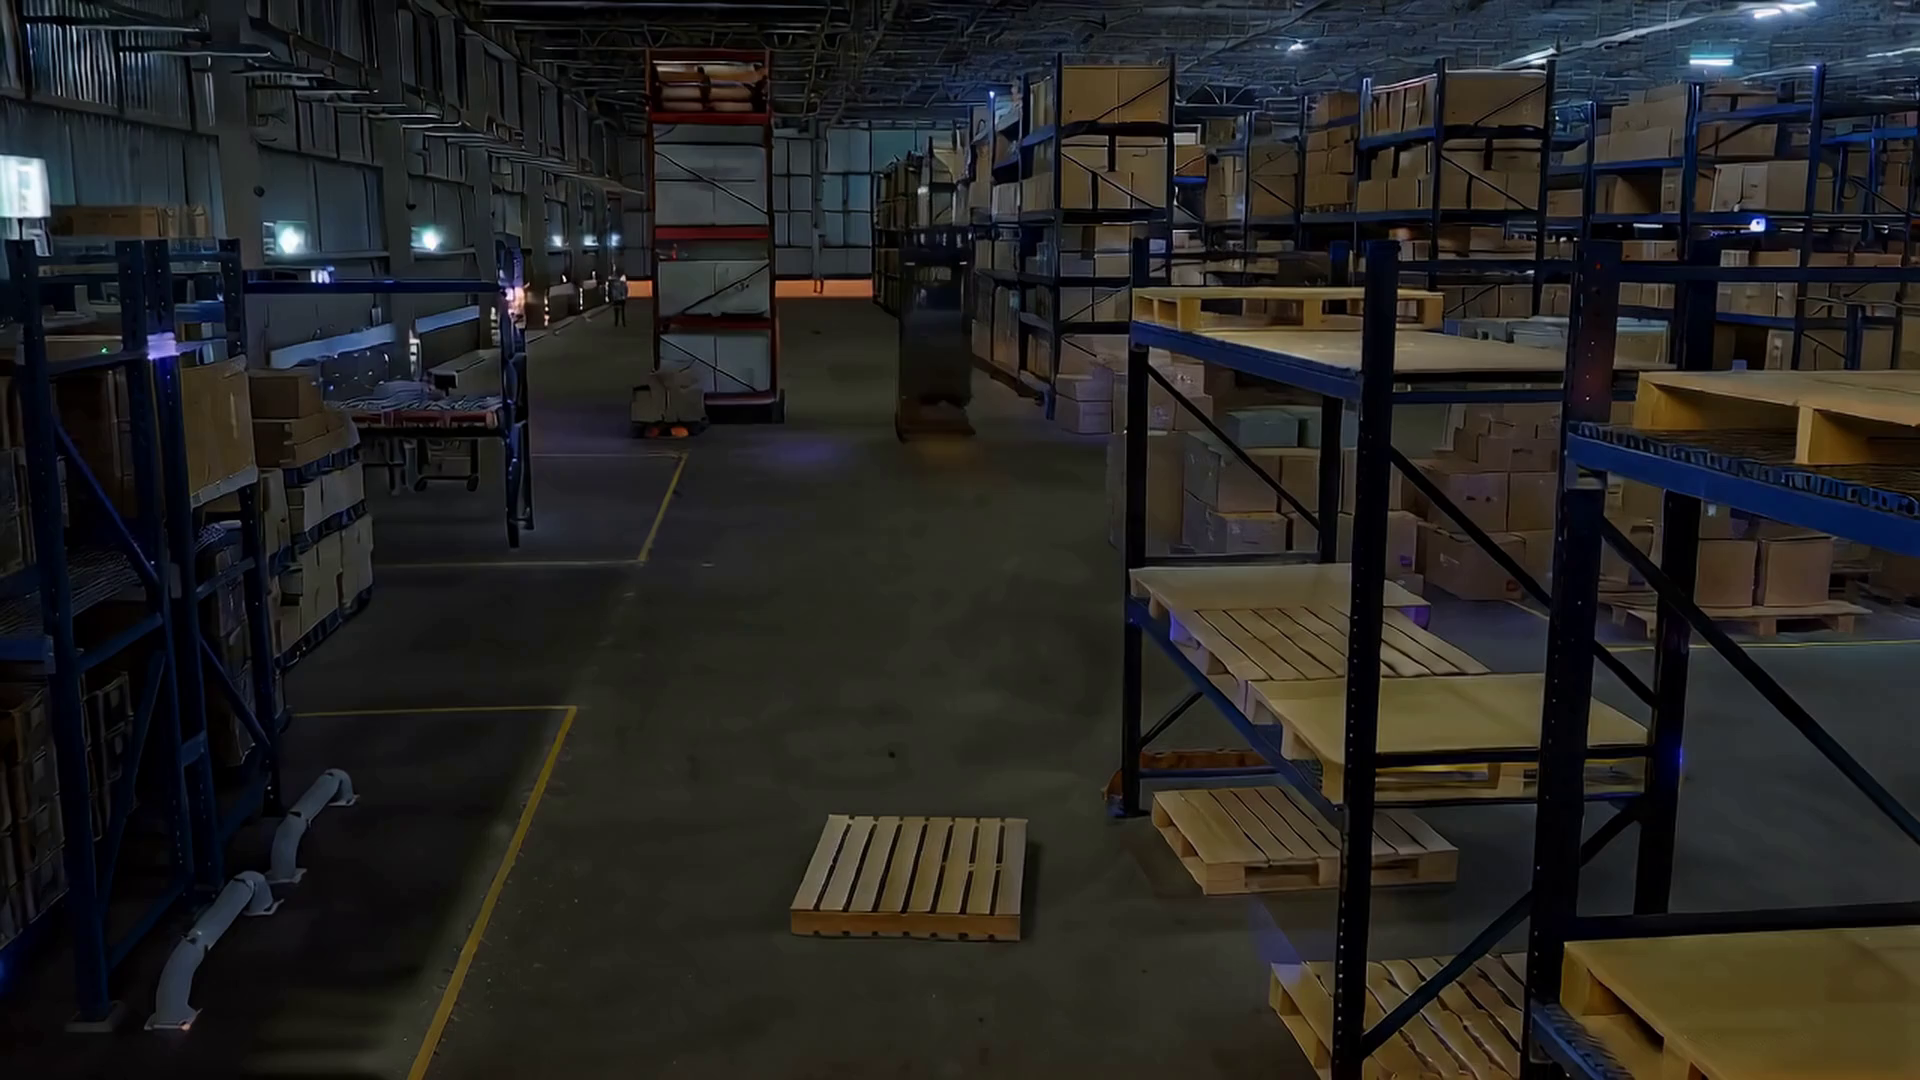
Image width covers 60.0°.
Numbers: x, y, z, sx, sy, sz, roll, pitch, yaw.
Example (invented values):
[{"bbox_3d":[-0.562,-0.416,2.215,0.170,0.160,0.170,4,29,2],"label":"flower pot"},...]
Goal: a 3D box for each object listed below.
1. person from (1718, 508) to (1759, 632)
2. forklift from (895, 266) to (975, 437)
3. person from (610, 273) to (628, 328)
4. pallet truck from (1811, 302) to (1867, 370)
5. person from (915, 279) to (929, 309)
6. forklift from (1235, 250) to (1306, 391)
[{"bbox_3d":[6.139,-0.240,12.927,0.587,1.920,0.393,-9,14,-42],"label":"person"},{"bbox_3d":[-0.434,-3.099,26.105,1.129,2.768,1.873,-1,10,-6],"label":"forklift"},{"bbox_3d":[-11.757,-8.256,57.381,0.595,1.920,0.401,2,10,13],"label":"person"},{"bbox_3d":[15.846,-3.142,28.793,1.885,1.965,0.823,2,10,12],"label":"pallet truck"},{"bbox_3d":[-1.175,-6.252,46.172,1.037,1.935,0.645,4,11,19],"label":"person"},{"bbox_3d":[6.638,-4.454,33.610,1.873,2.768,1.129,-1,10,-6],"label":"forklift"}]
